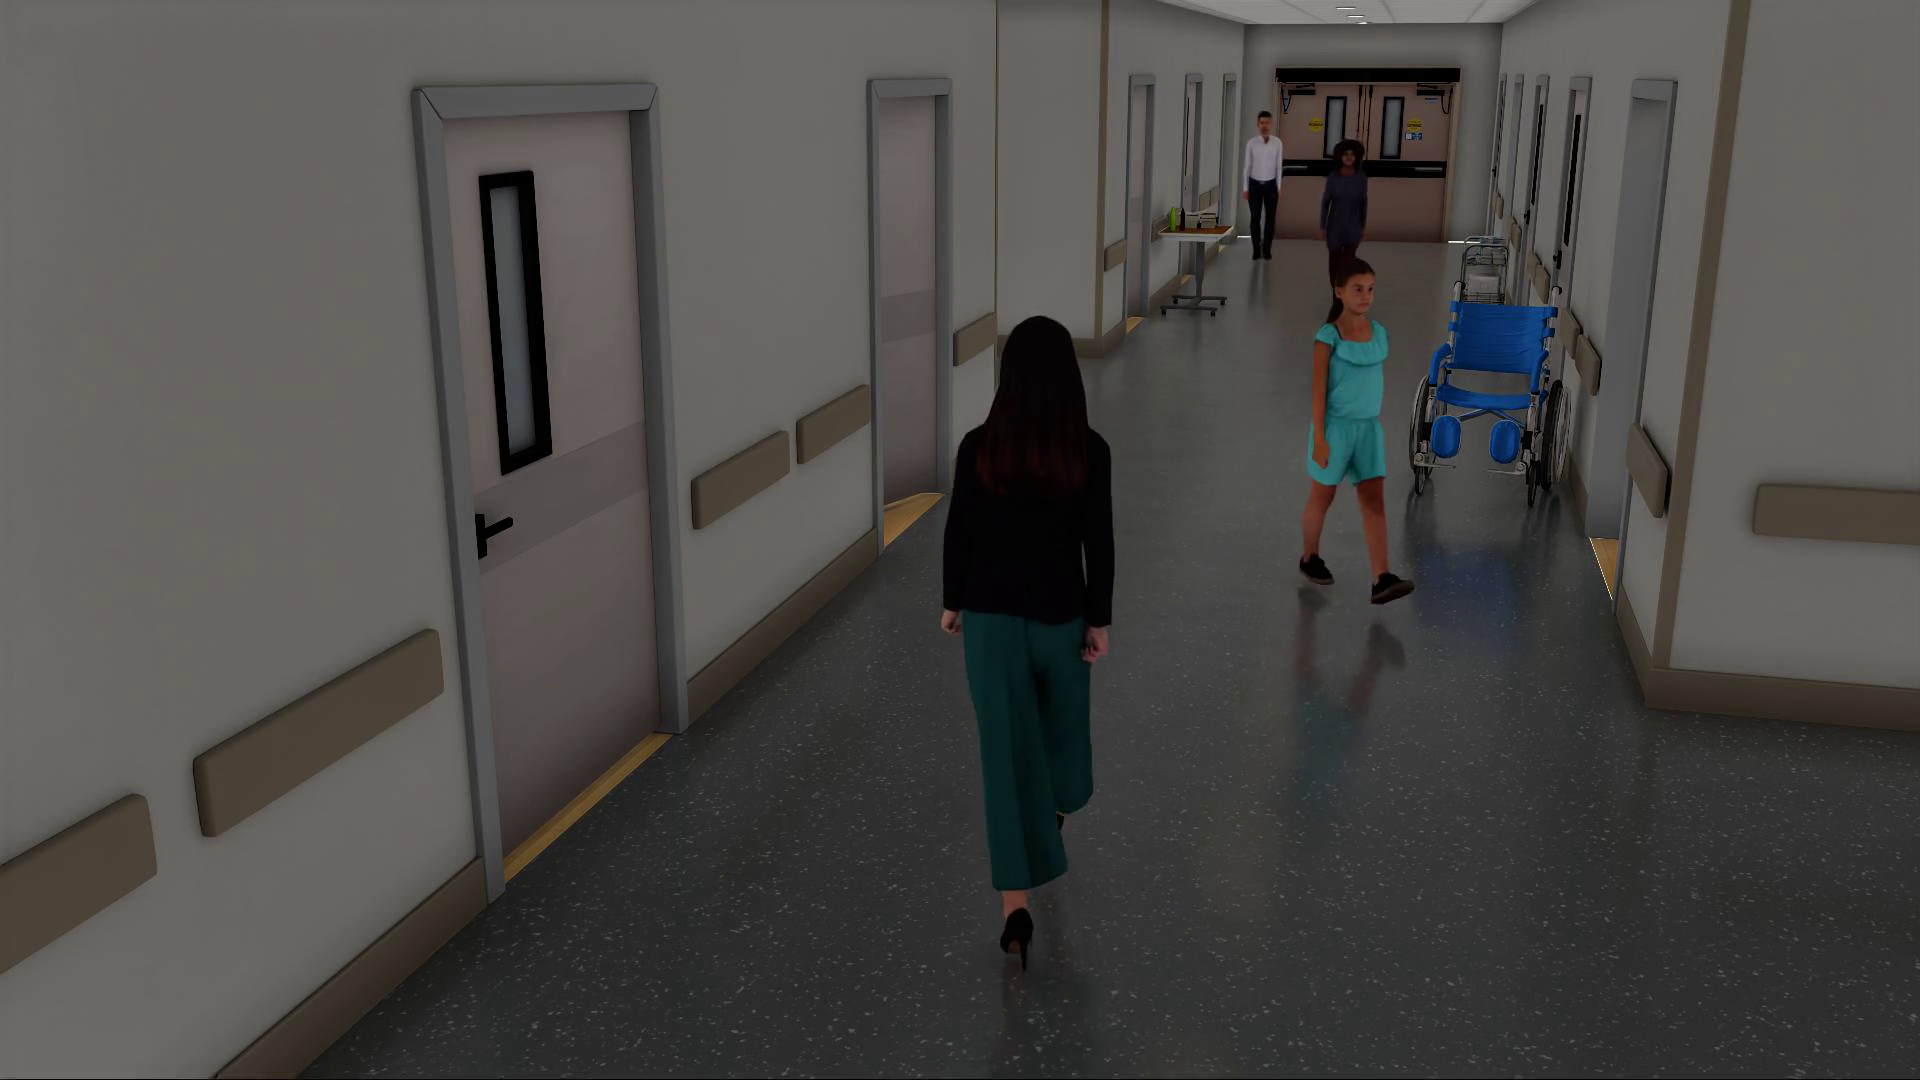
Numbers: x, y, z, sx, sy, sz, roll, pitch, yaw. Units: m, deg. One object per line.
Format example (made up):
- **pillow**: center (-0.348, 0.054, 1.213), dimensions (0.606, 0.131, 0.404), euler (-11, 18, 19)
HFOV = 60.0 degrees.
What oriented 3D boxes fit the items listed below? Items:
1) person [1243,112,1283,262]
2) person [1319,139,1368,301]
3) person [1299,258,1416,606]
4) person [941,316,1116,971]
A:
- **person**: center (3.846, -4.483, 21.141), dimensions (0.698, 1.840, 0.984), euler (2, 16, 8)
- **person**: center (3.761, -3.046, 16.358), dimensions (0.608, 1.668, 1.087), euler (3, 16, 12)
- **person**: center (1.713, -0.491, 7.578), dimensions (0.922, 1.516, 1.088), euler (-5, 17, -18)
- **person**: center (0.183, 0.307, 4.411), dimensions (0.848, 1.698, 1.151), euler (-1, 16, -4)
